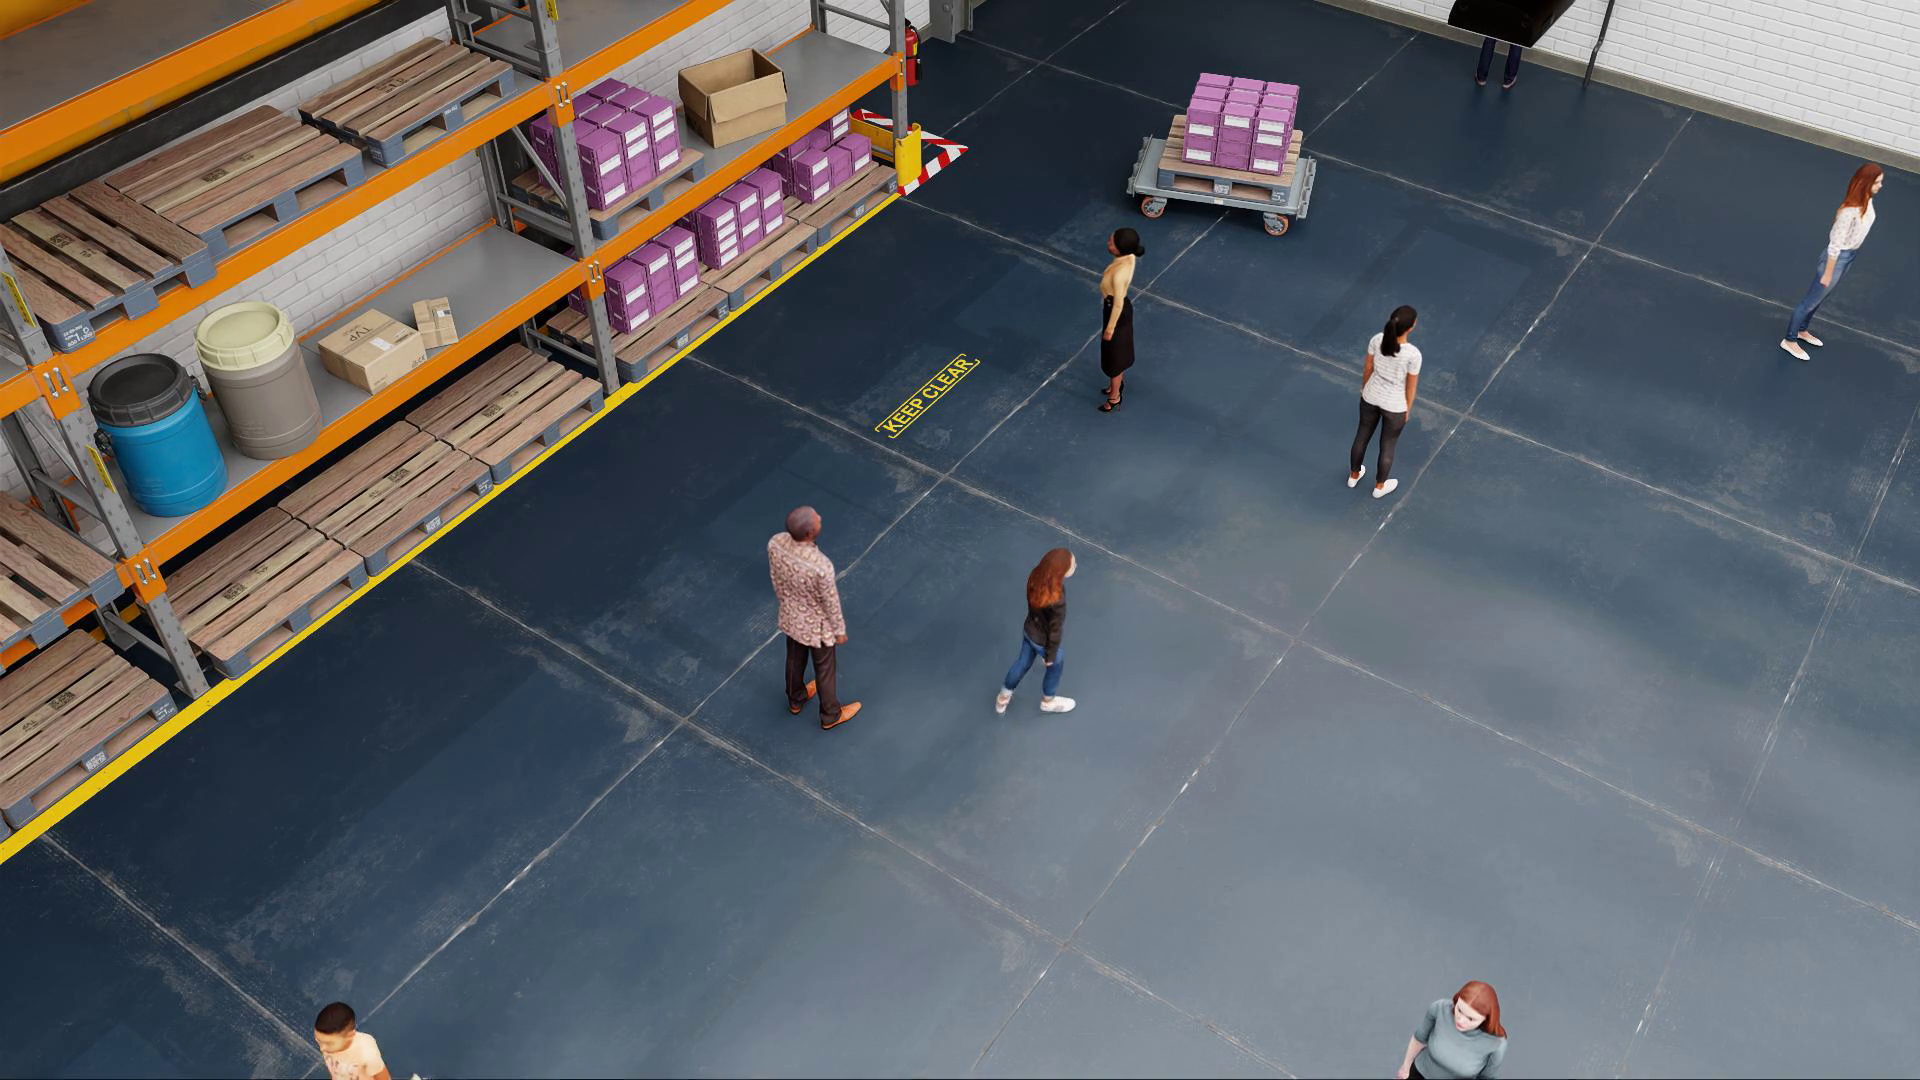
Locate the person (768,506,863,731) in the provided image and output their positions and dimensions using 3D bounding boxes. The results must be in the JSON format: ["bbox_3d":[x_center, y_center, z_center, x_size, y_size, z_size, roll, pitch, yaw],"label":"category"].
[{"bbox_3d":[-0.955,0.488,10.506,0.688,1.808,0.573,28,50,26],"label":"person"}]

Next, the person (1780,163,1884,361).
[{"bbox_3d":[7.088,-2.278,13.466,0.673,1.729,0.489,34,53,30],"label":"person"}]

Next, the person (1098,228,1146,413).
[{"bbox_3d":[1.222,-1.716,12.931,0.698,1.653,0.583,9,44,10],"label":"person"}]

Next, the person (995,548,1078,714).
[{"bbox_3d":[0.481,0.605,10.637,0.861,1.458,0.763,-20,47,-20],"label":"person"}]

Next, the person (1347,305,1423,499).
[{"bbox_3d":[3.125,-1.027,12.213,0.579,1.646,0.534,31,51,28],"label":"person"}]

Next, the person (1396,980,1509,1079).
[{"bbox_3d":[2.393,2.692,8.239,0.581,1.743,0.550,29,51,27],"label":"person"}]

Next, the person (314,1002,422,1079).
[{"bbox_3d":[-2.977,2.730,8.413,0.647,1.449,0.853,15,46,15],"label":"person"}]
